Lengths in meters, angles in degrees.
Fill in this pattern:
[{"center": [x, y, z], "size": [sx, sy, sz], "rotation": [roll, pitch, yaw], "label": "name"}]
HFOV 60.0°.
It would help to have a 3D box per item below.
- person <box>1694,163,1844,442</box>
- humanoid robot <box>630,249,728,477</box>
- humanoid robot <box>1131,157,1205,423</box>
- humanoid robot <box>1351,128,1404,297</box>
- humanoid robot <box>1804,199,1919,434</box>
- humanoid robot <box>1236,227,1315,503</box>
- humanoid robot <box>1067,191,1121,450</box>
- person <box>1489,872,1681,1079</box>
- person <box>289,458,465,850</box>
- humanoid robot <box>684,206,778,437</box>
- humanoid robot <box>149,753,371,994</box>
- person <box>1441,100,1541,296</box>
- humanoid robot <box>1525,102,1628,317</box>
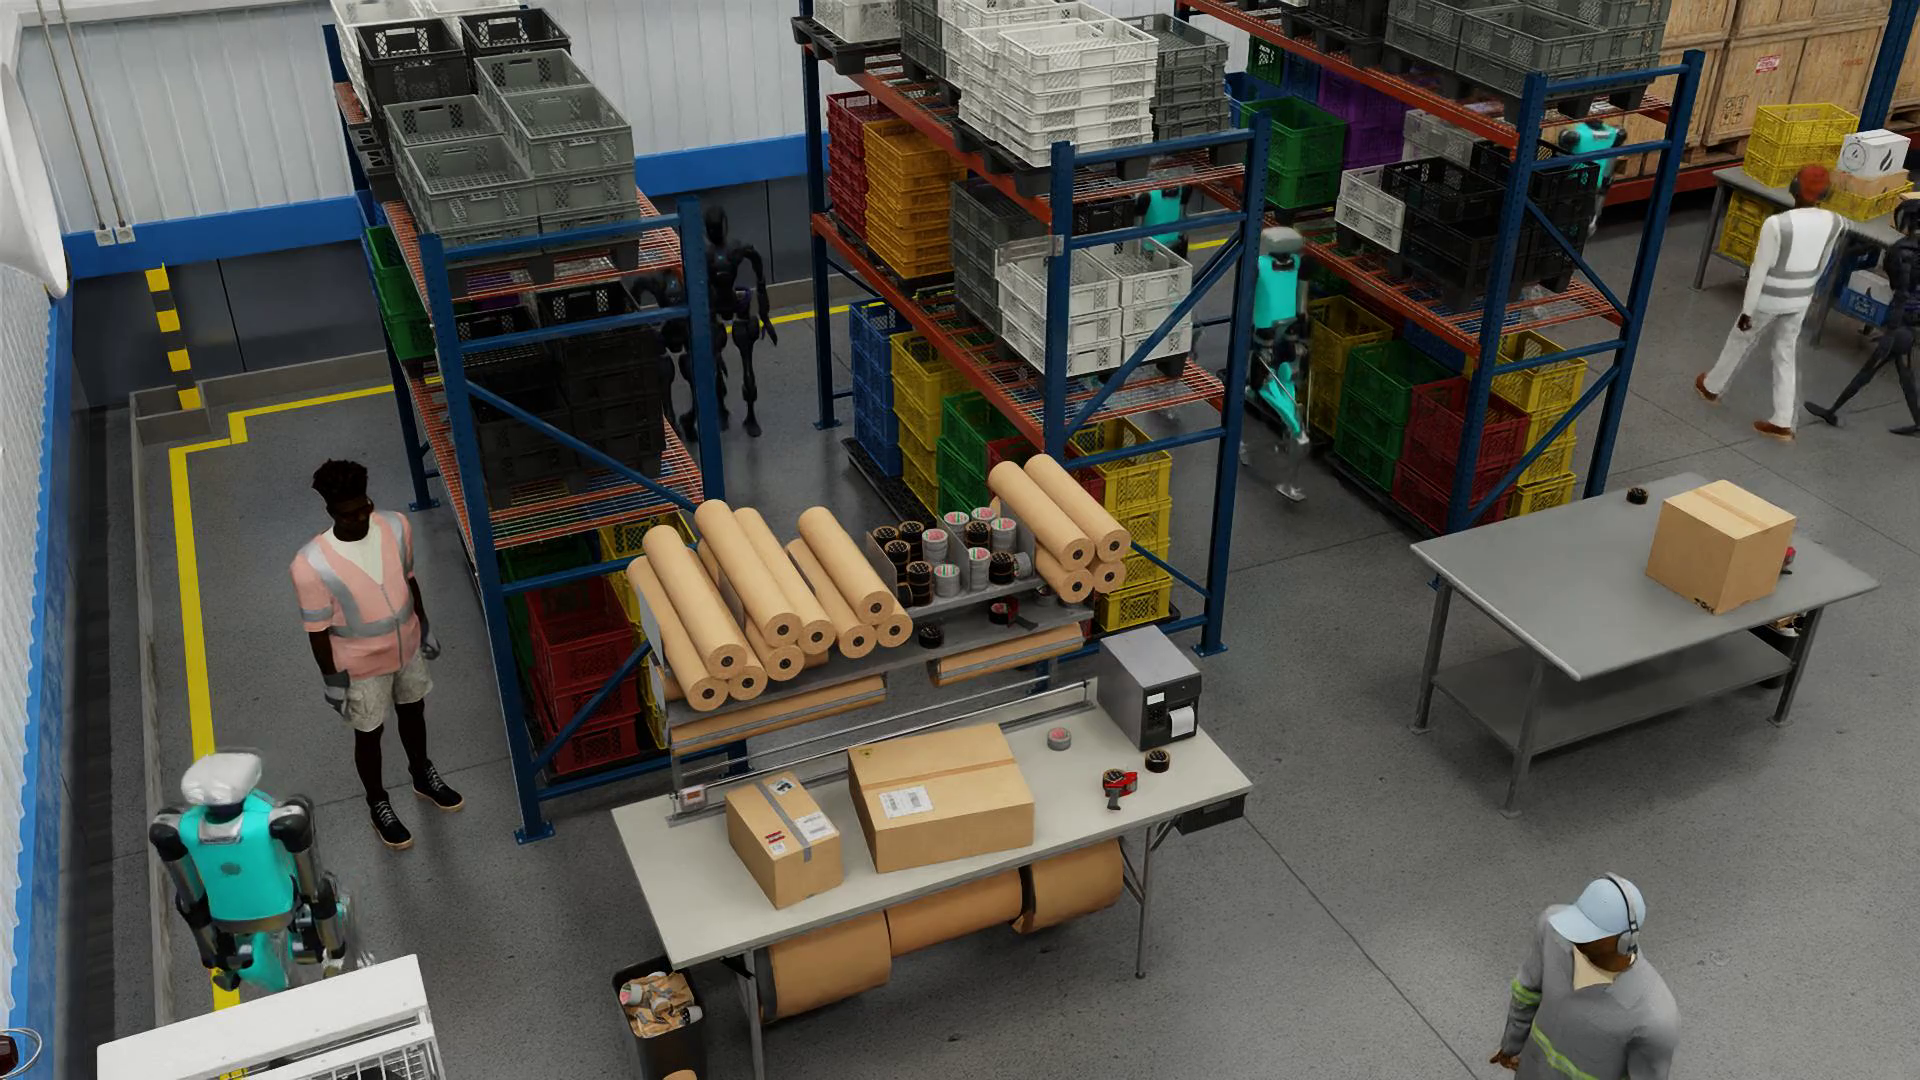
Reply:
[{"center": [5.454, -1.619, 11.102], "size": [0.577, 1.841, 0.946], "rotation": [-4, 32, -6], "label": "person"}, {"center": [-1.802, -1.199, 10.628], "size": [0.595, 1.668, 0.693], "rotation": [-11, 33, -17], "label": "humanoid robot"}, {"center": [1.490, -1.658, 11.312], "size": [0.553, 1.796, 0.858], "rotation": [-25, 39, -34], "label": "humanoid robot"}, {"center": [3.204, -2.689, 13.001], "size": [0.589, 1.646, 0.458], "rotation": [20, 37, 29], "label": "humanoid robot"}, {"center": [6.229, -1.452, 11.027], "size": [0.810, 1.621, 0.611], "rotation": [17, 36, 26], "label": "humanoid robot"}, {"center": [2.022, -1.005, 10.203], "size": [0.552, 1.721, 1.043], "rotation": [-15, 35, -23], "label": "humanoid robot"}, {"center": [0.818, -1.219, 10.649], "size": [0.561, 1.882, 0.771], "rotation": [0, 32, 0], "label": "humanoid robot"}, {"center": [1.991, 1.820, 5.505], "size": [0.397, 1.850, 0.597], "rotation": [-14, 34, -21], "label": "person"}, {"center": [-2.635, 0.501, 7.538], "size": [0.361, 1.964, 0.612], "rotation": [20, 37, 29], "label": "person"}, {"center": [-1.525, -1.455, 11.007], "size": [0.614, 1.639, 0.429], "rotation": [-5, 32, -9], "label": "humanoid robot"}, {"center": [-2.567, 1.361, 6.384], "size": [0.535, 1.773, 0.957], "rotation": [-3, 32, -5], "label": "humanoid robot"}, {"center": [4.091, -2.701, 12.711], "size": [1.045, 1.986, 0.608], "rotation": [-13, 34, -20], "label": "person"}, {"center": [4.533, -2.486, 12.647], "size": [0.538, 1.822, 0.771], "rotation": [-8, 33, -13], "label": "humanoid robot"}]
